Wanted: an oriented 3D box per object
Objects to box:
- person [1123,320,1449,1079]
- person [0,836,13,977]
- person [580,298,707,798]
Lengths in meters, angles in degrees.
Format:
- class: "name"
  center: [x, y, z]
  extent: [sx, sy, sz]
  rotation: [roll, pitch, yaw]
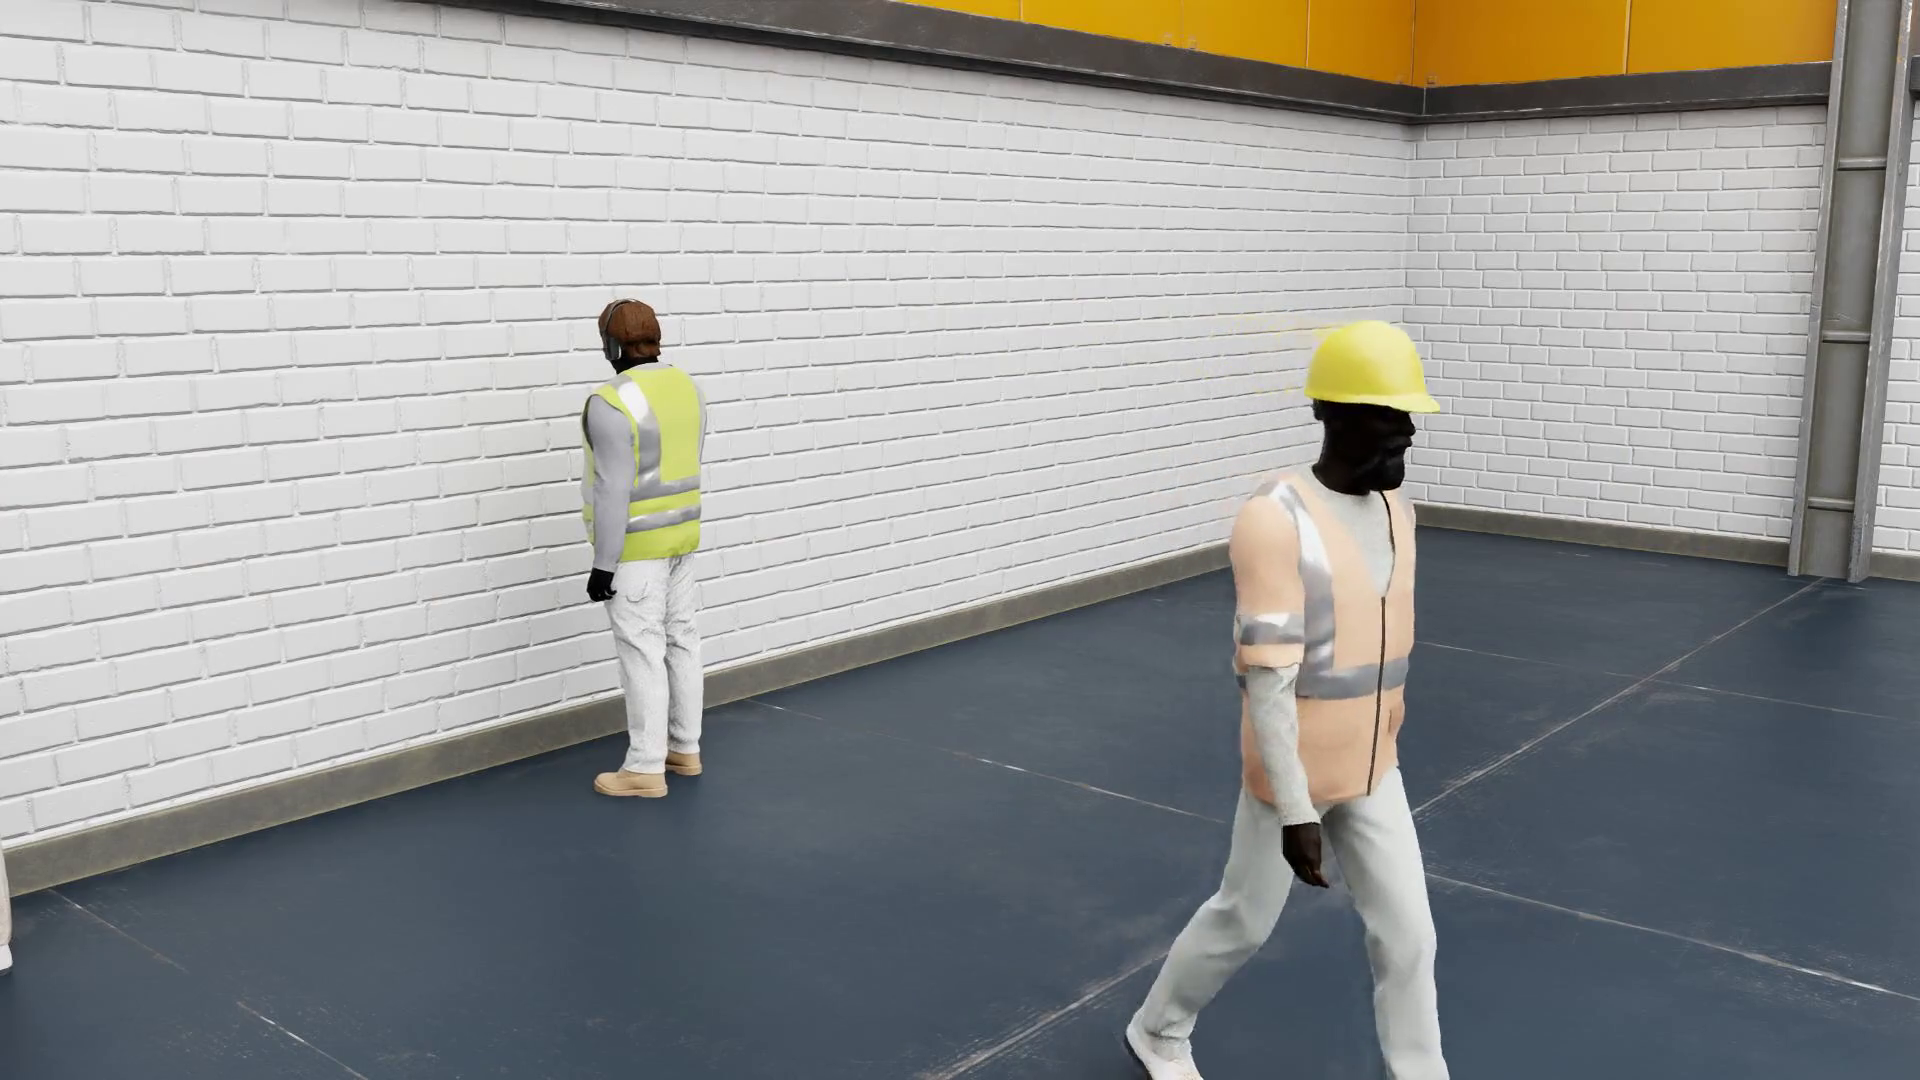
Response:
- class: "person"
  center: [0.765, 0.459, 3.641]
  extent: [0.589, 1.882, 0.987]
  rotation: [-8, 13, -37]
- class: "person"
  center: [-2.802, 0.442, 4.417]
  extent: [0.310, 1.636, 0.523]
  rotation: [2, 10, 14]
- class: "person"
  center: [-1.182, 0.033, 6.172]
  extent: [0.430, 1.841, 0.623]
  rotation: [4, 11, 23]
